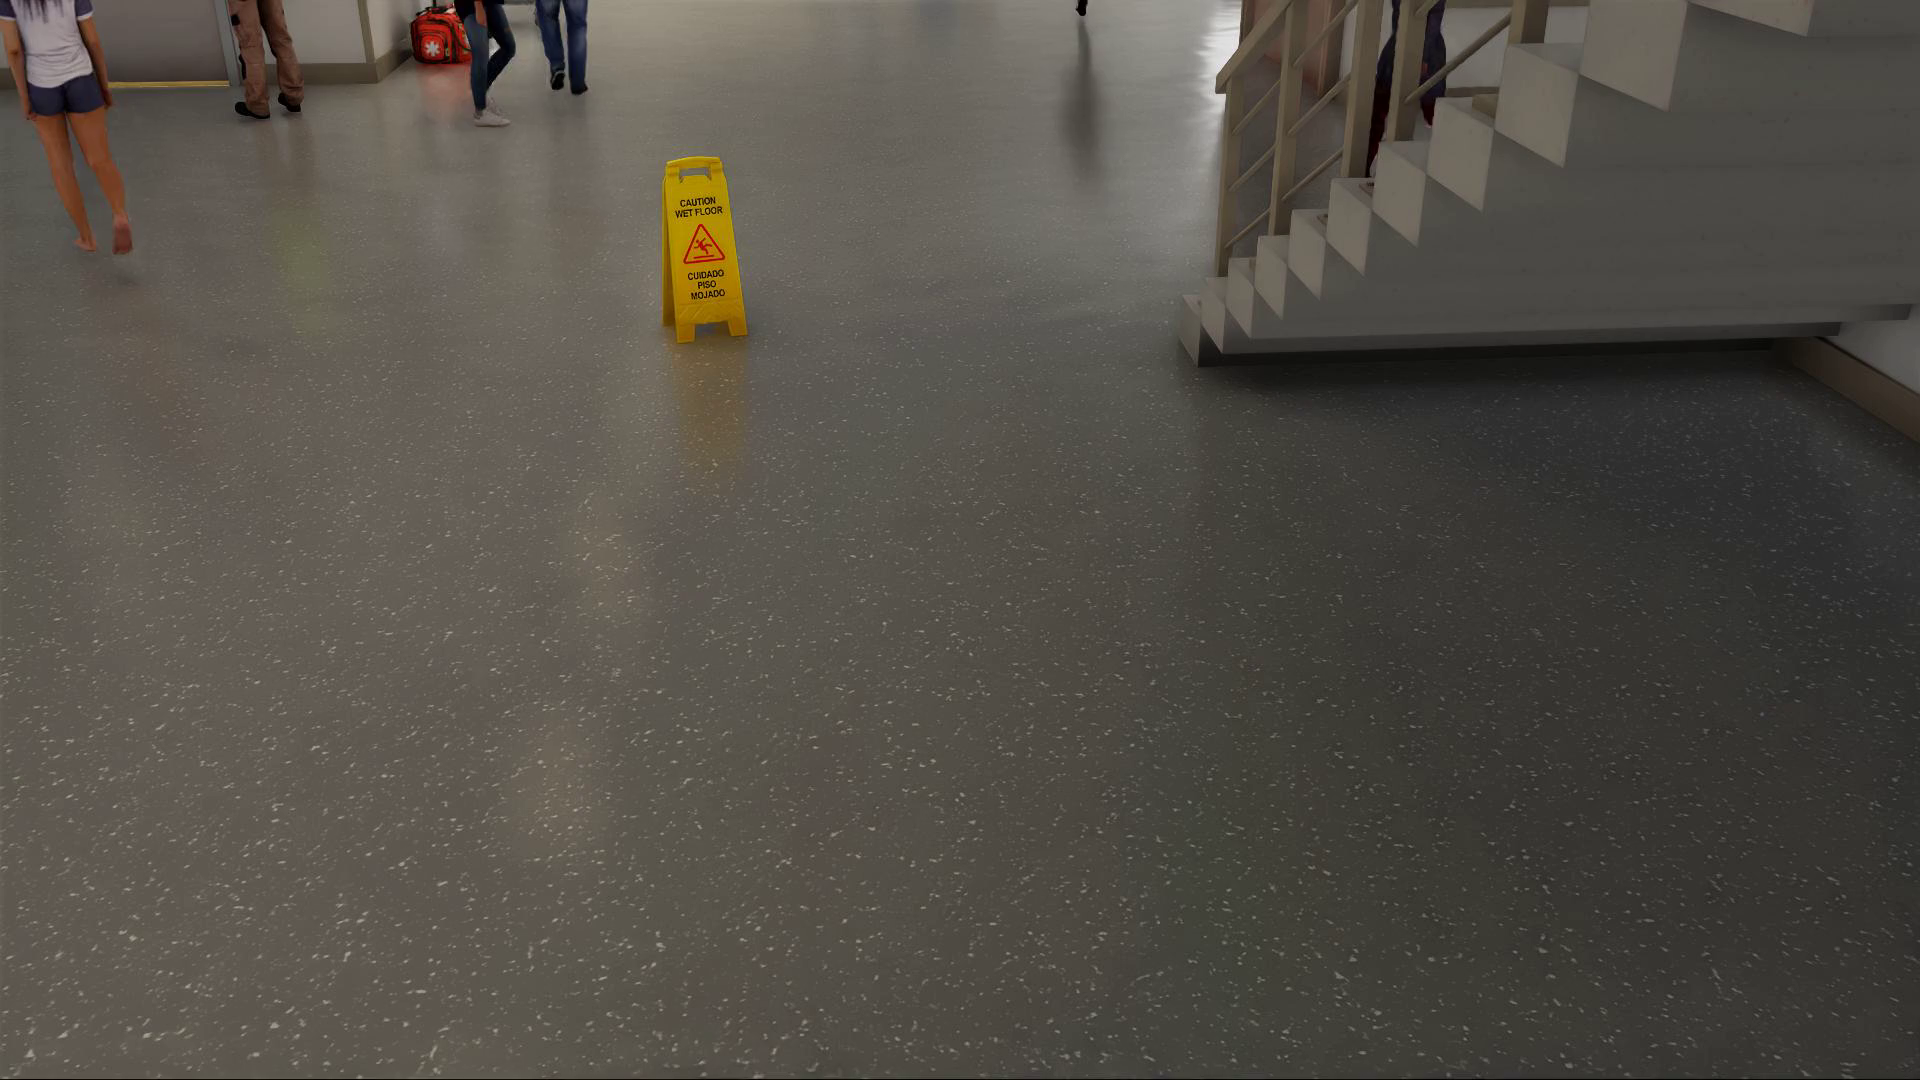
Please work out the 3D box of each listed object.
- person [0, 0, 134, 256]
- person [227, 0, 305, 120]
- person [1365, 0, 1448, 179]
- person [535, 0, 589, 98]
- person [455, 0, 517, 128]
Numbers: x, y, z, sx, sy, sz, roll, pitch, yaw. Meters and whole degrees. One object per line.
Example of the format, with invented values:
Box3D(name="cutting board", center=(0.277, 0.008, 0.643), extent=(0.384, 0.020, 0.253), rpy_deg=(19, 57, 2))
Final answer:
Box3D(name="person", center=(-4.406, -2.198, 8.190), extent=(0.942, 1.710, 1.102), rpy_deg=(-20, 32, -35))
Box3D(name="person", center=(-4.944, -3.897, 11.558), extent=(0.908, 1.845, 0.844), rpy_deg=(19, 31, 34))
Box3D(name="person", center=(2.586, -2.644, 9.160), extent=(0.886, 1.670, 1.118), rpy_deg=(-10, 28, -20))
Box3D(name="person", center=(-2.922, -4.167, 12.120), extent=(0.690, 1.843, 0.716), rpy_deg=(-4, 26, -8))
Box3D(name="person", center=(-3.320, -3.642, 11.266), extent=(0.708, 1.638, 0.644), rpy_deg=(5, 26, 11))
